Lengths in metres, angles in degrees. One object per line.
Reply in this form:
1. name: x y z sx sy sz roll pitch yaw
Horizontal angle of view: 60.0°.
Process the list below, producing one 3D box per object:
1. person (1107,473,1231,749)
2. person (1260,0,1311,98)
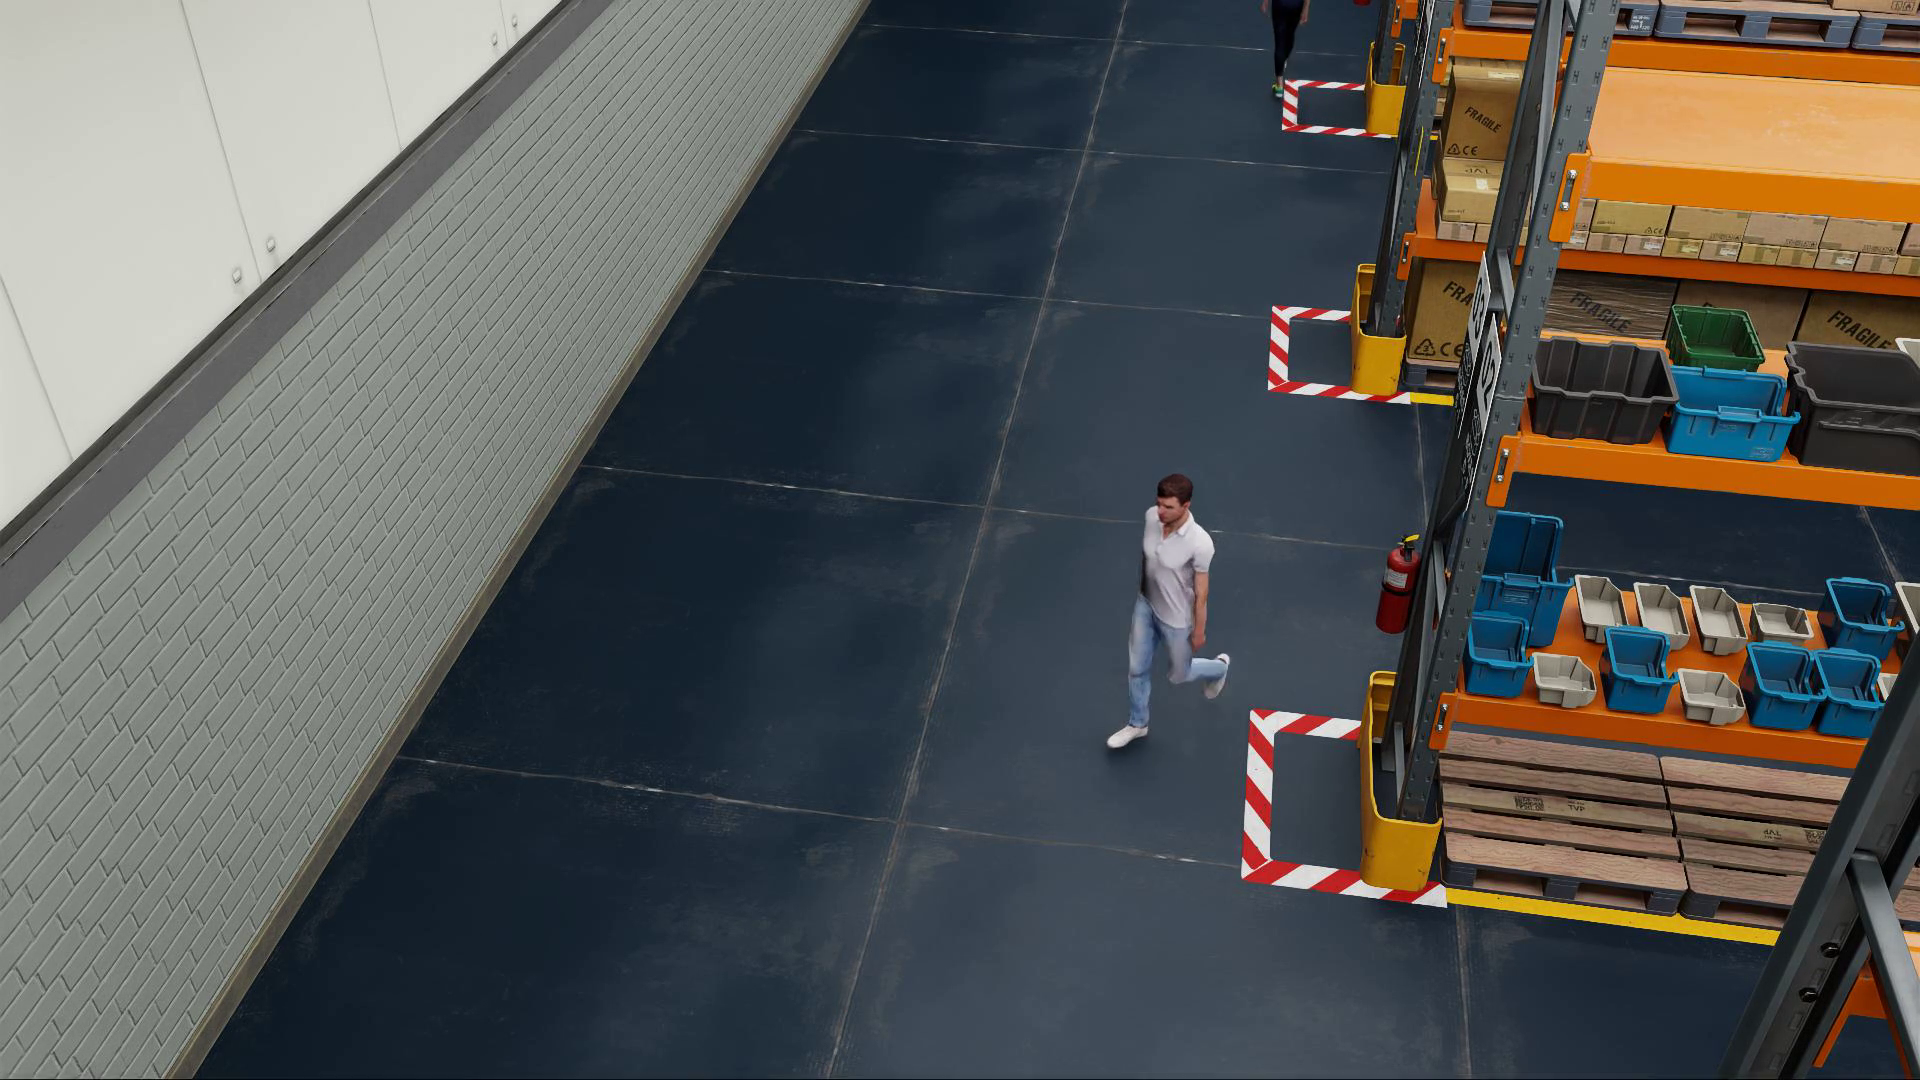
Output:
1. person: 1.222 0.364 9.249 1.113 1.829 1.097 -27 45 -31
2. person: 3.334 -5.347 16.901 1.110 1.660 0.799 0 37 0
